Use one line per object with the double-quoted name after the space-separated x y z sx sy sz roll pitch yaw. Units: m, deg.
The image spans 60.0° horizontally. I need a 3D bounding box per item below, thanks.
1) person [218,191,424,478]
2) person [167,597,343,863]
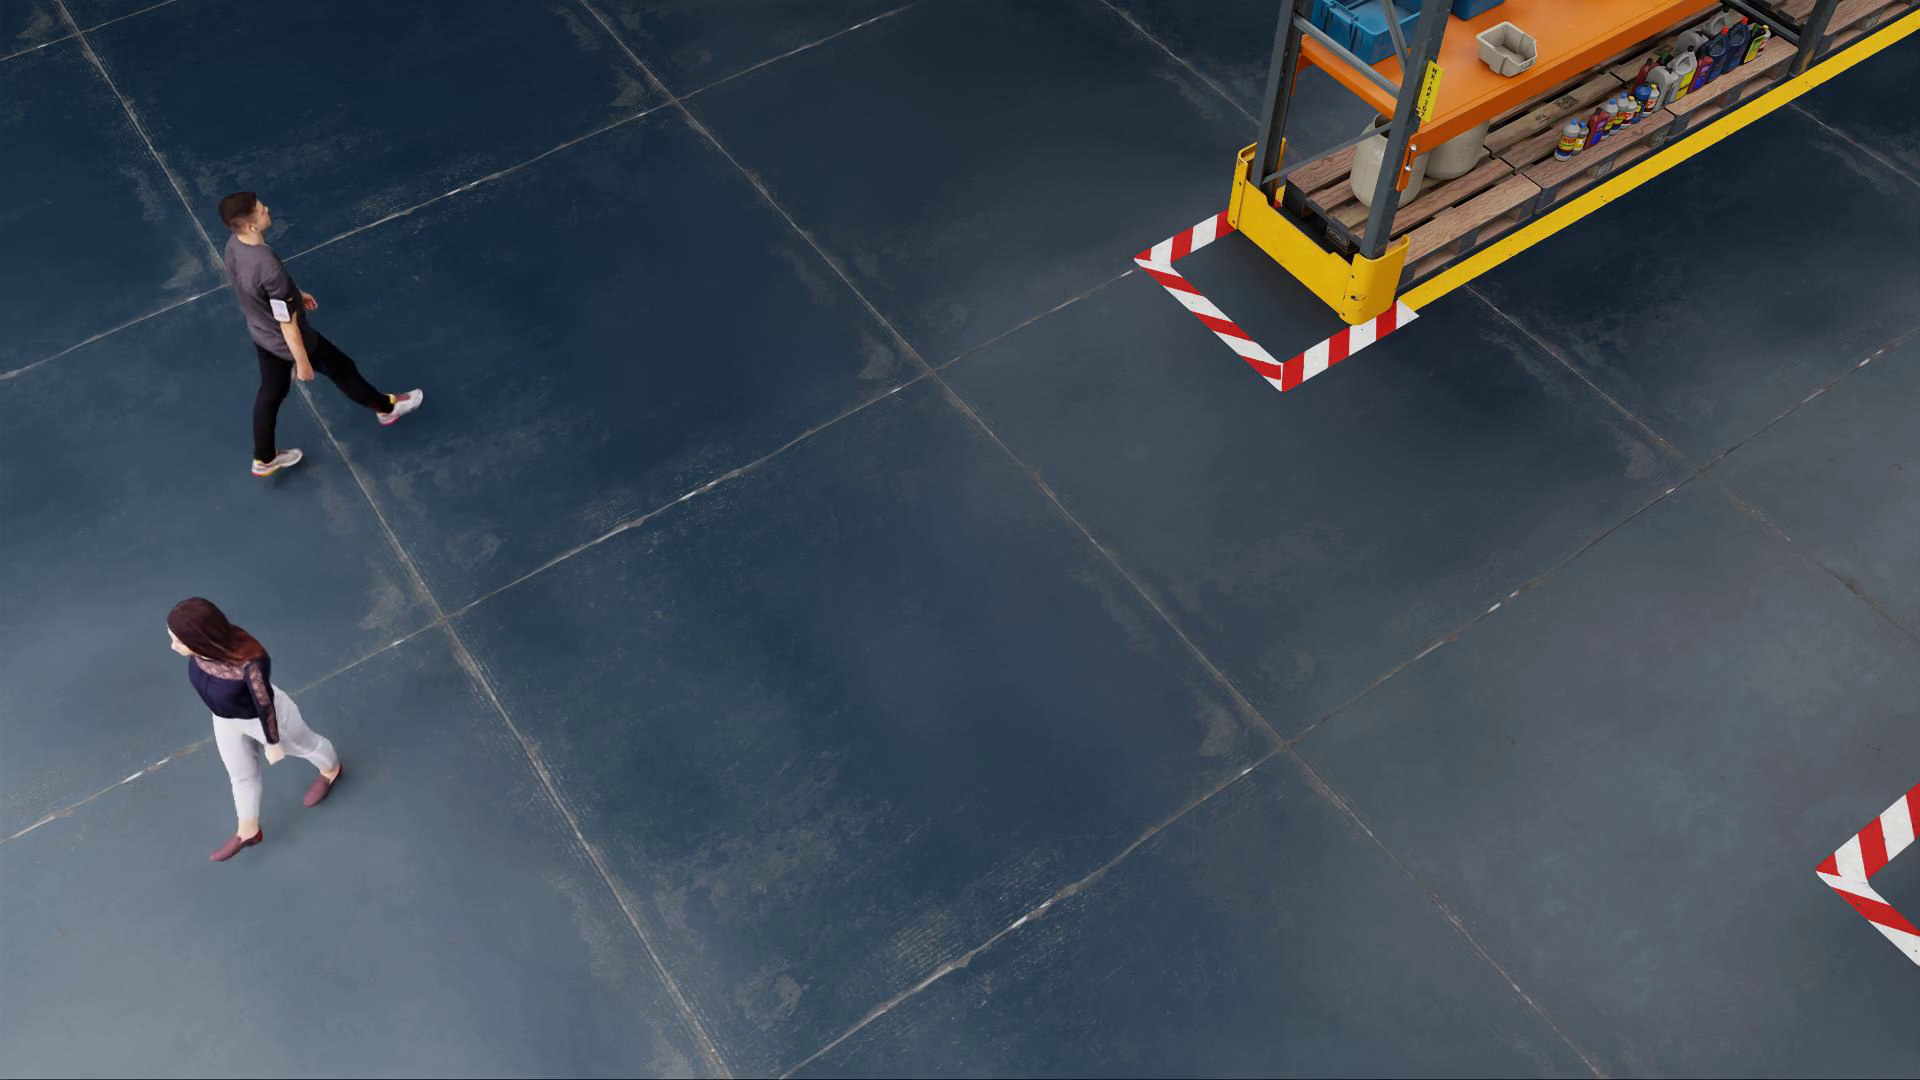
-3.481 -0.980 8.404 1.246 1.711 0.774 -37 61 -25 "person"
-2.988 0.709 7.178 0.837 1.583 1.013 26 57 19 "person"
